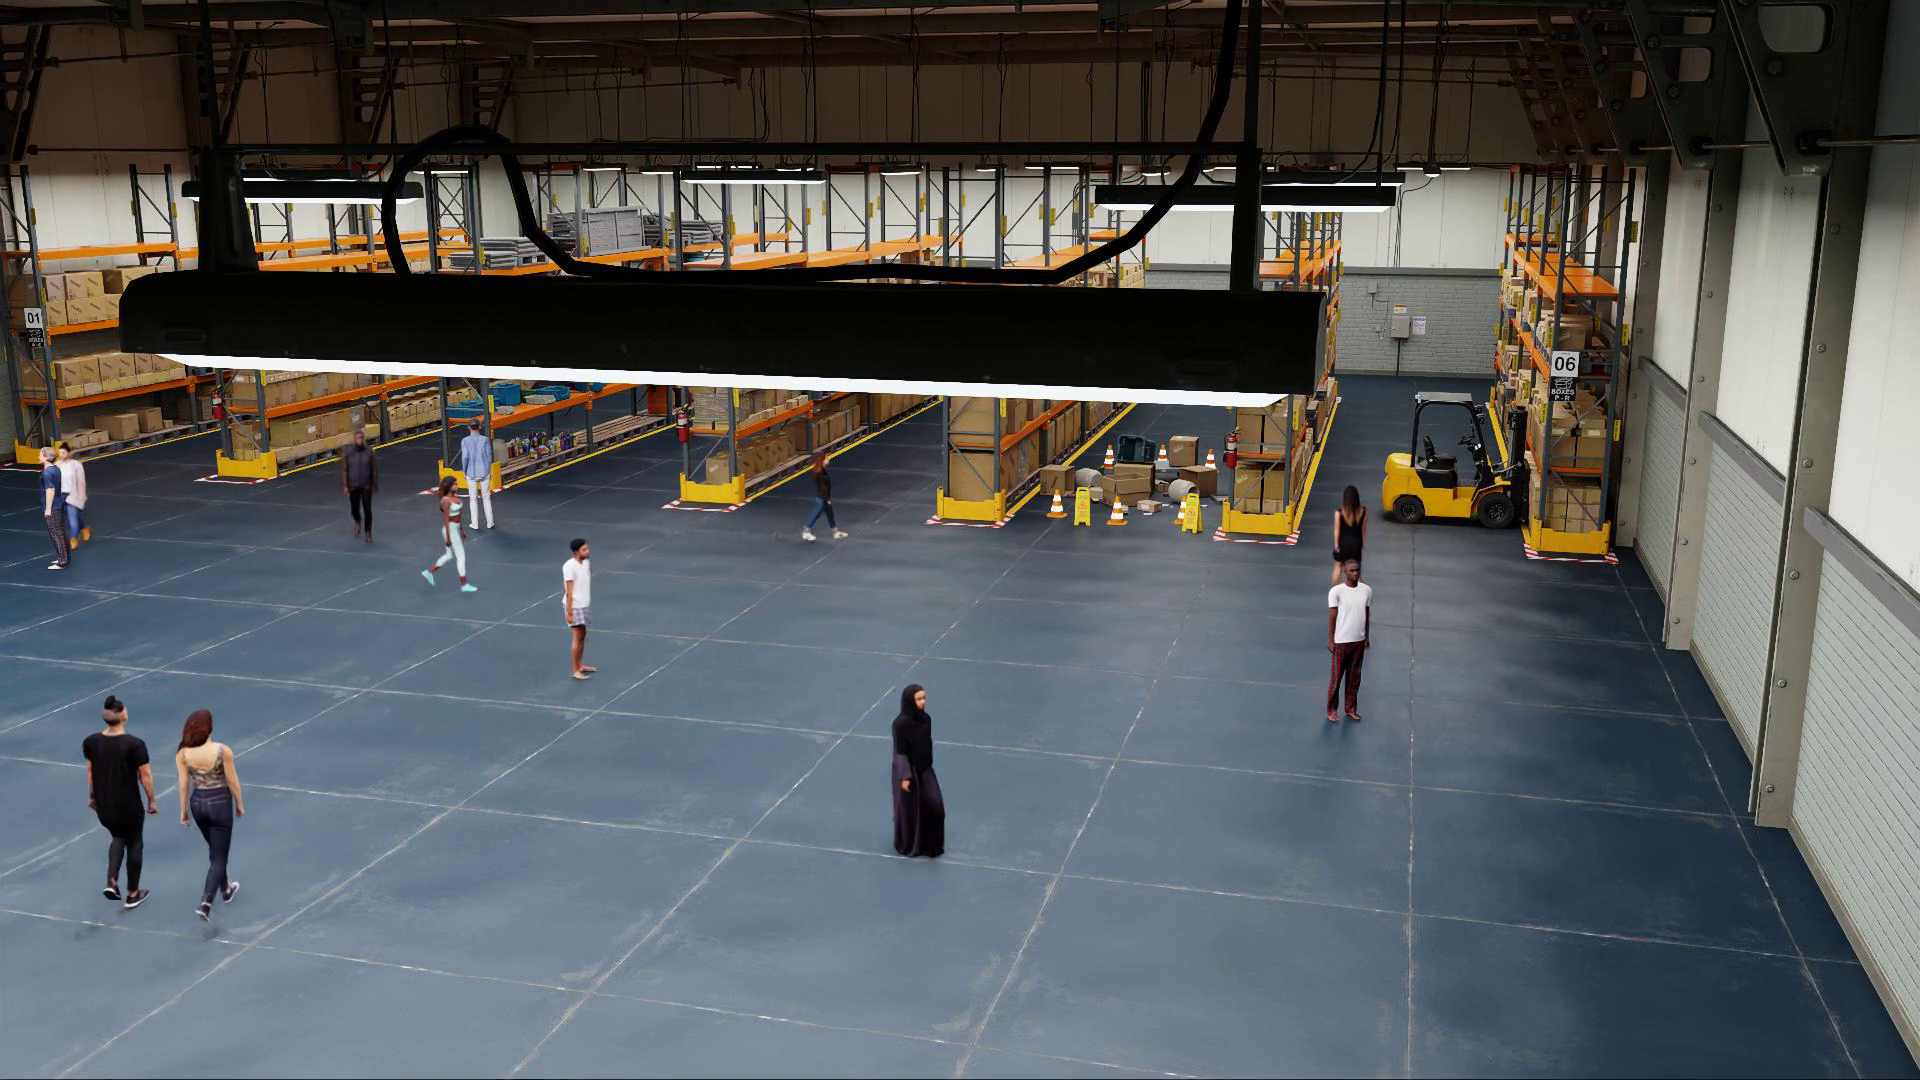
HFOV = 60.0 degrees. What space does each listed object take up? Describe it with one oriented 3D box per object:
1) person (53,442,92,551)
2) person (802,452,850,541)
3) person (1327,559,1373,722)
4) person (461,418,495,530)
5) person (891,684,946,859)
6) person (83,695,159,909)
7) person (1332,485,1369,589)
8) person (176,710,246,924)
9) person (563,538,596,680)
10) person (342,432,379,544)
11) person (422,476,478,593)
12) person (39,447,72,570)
[{"bbox_3d":[-14.288,-0.731,26.785,0.847,1.721,1.121,0,13,0],"label":"person"},{"bbox_3d":[-2.322,-0.684,27.189,0.733,1.447,0.957,1,13,4],"label":"person"},{"bbox_3d":[4.337,1.105,18.599,0.731,1.836,0.709,-3,13,-13],"label":"person"},{"bbox_3d":[-8.164,-1.131,28.141,0.737,1.888,0.768,-6,14,-22],"label":"person"},{"bbox_3d":[-0.476,2.054,14.998,0.851,1.611,0.890,-10,16,-36],"label":"person"},{"bbox_3d":[-7.038,2.196,13.848,0.779,1.854,0.800,0,13,2],"label":"person"},{"bbox_3d":[5.462,0.121,23.171,0.820,1.691,0.979,-1,13,-3],"label":"person"},{"bbox_3d":[-6.173,2.291,13.680,0.877,1.744,1.204,-1,13,-5],"label":"person"},{"bbox_3d":[-4.645,0.801,20.174,0.745,1.717,0.504,2,13,7],"label":"person"},{"bbox_3d":[-9.800,-0.869,27.166,1.032,1.816,1.129,-6,14,-23],"label":"person"},{"bbox_3d":[-7.406,-0.081,24.017,0.790,1.702,1.034,0,13,1],"label":"person"},{"bbox_3d":[-13.875,-0.503,25.465,0.800,1.872,0.675,-4,14,-15],"label":"person"}]
